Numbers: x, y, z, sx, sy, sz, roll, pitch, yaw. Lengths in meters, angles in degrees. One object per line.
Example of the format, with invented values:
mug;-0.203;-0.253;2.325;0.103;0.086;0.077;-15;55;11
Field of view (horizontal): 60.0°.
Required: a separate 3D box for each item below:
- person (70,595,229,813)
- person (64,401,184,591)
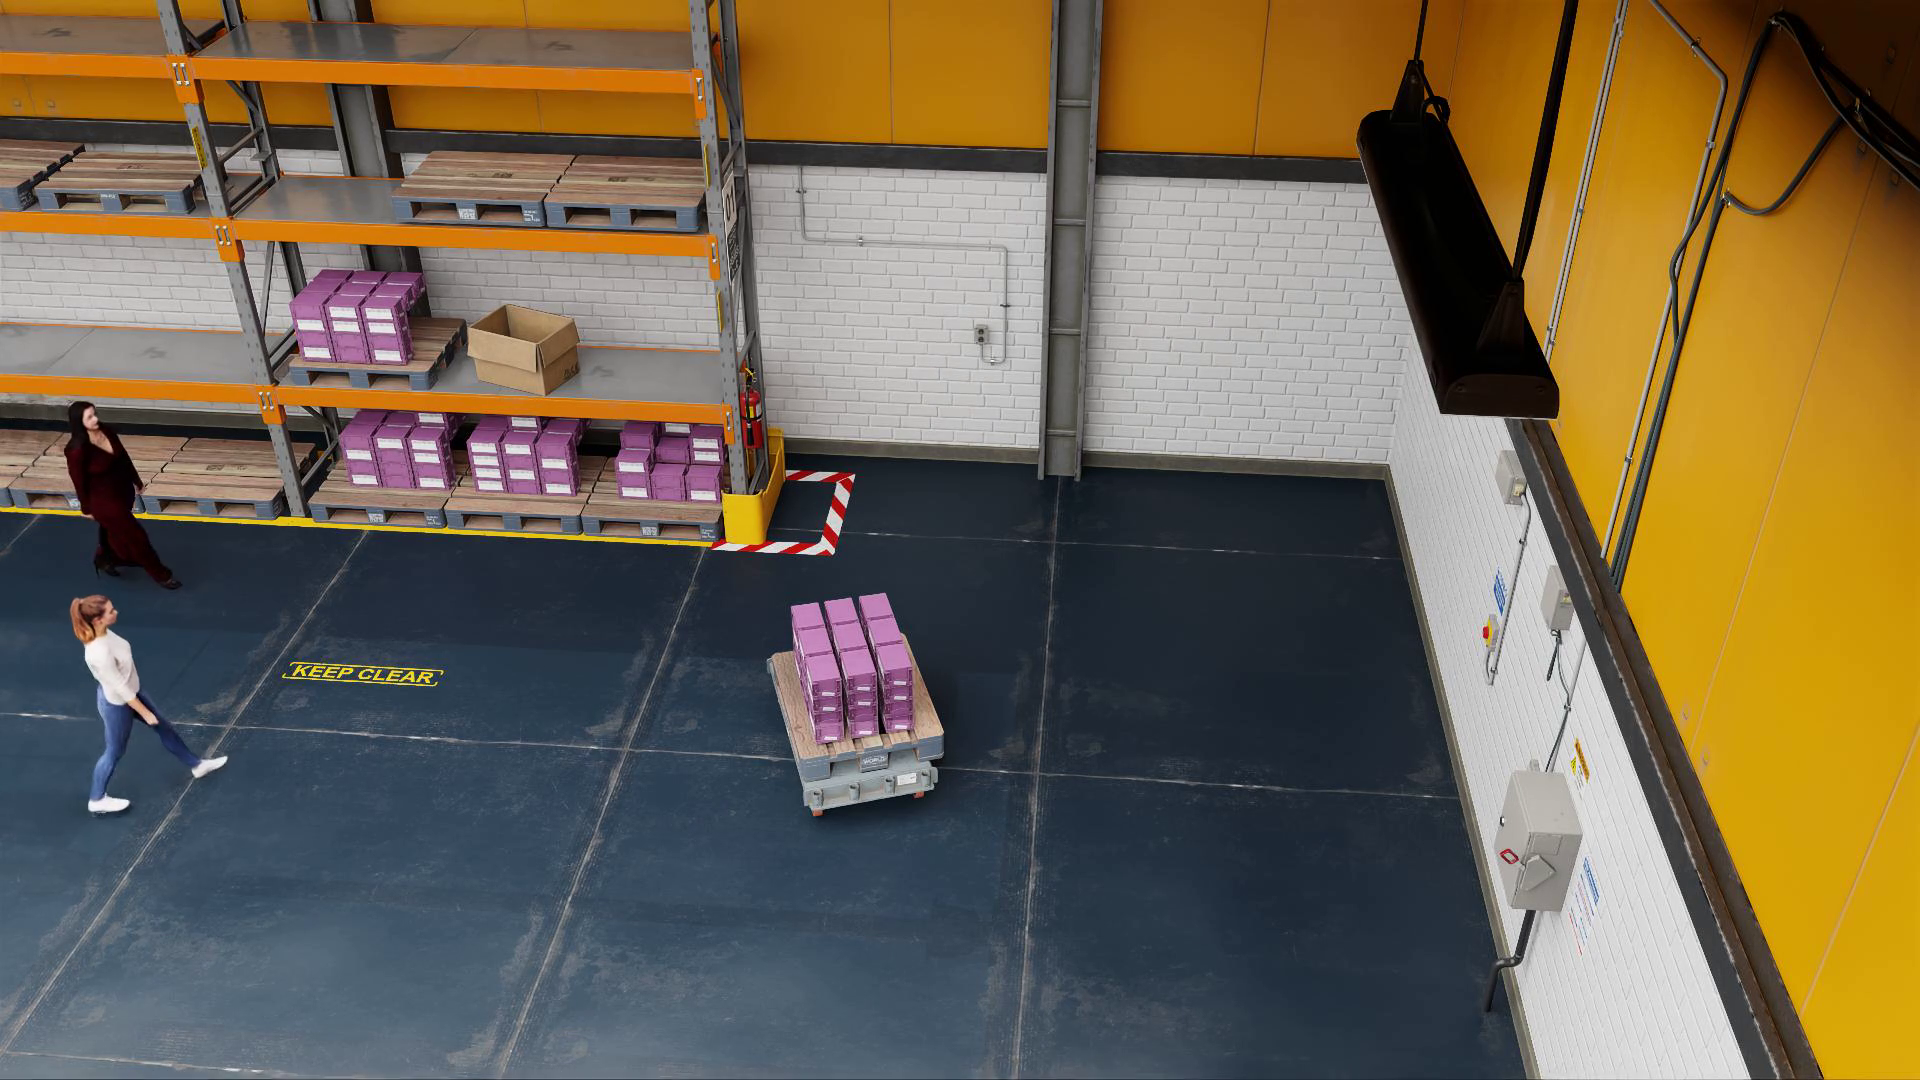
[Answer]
person;-5.730;1.149;11.187;1.230;1.672;0.956;-12;35;-17
person;-6.925;-0.340;13.391;1.067;1.713;0.705;5;34;8
